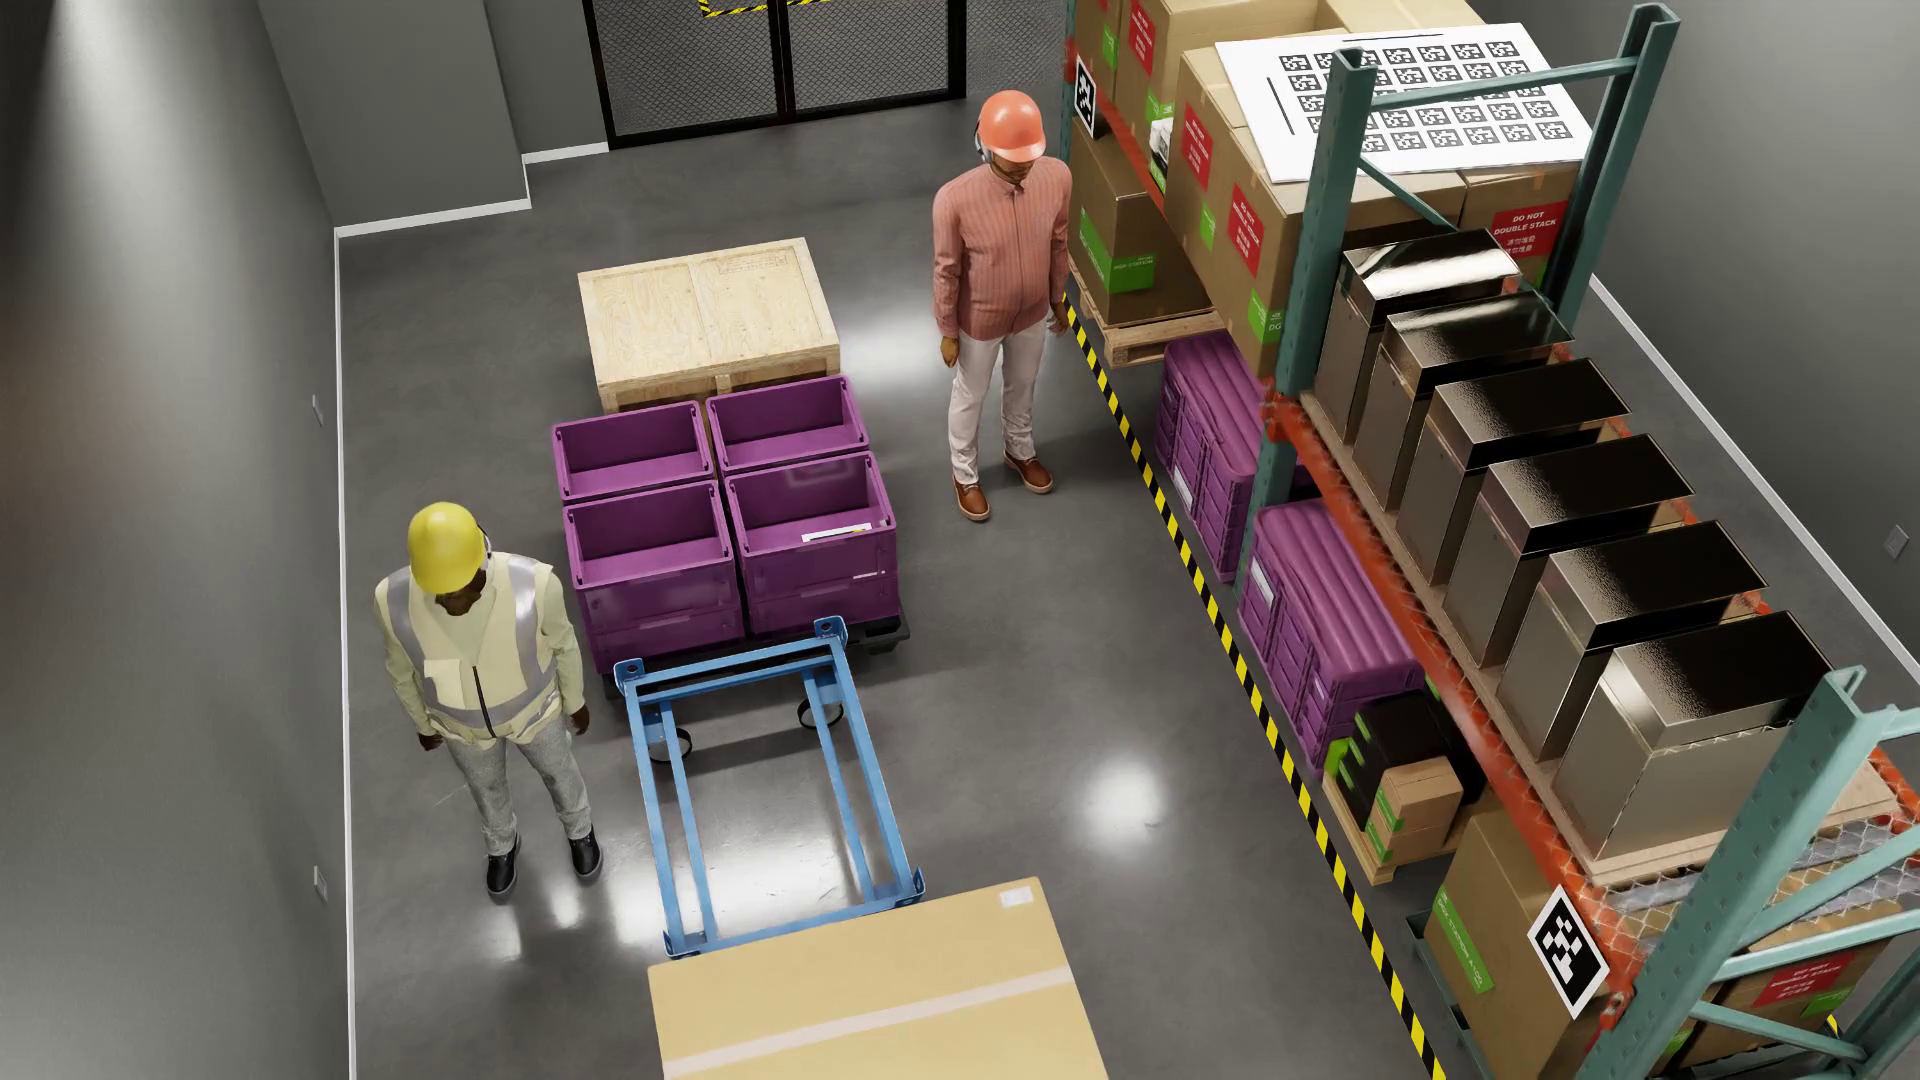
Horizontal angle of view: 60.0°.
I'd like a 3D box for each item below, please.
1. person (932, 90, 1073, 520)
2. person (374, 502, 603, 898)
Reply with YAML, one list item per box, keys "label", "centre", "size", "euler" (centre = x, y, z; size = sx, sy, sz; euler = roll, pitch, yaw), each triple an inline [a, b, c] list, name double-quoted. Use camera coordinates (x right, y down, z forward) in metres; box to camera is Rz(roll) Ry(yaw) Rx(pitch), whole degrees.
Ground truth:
- label: "person"
  centre: [0.175, -0.928, 6.701]
  size: [0.611, 1.994, 0.375]
  euler: [-23, 51, -19]
- label: "person"
  centre: [-1.519, 0.542, 5.458]
  size: [0.595, 1.834, 0.404]
  euler: [-9, 48, -8]
